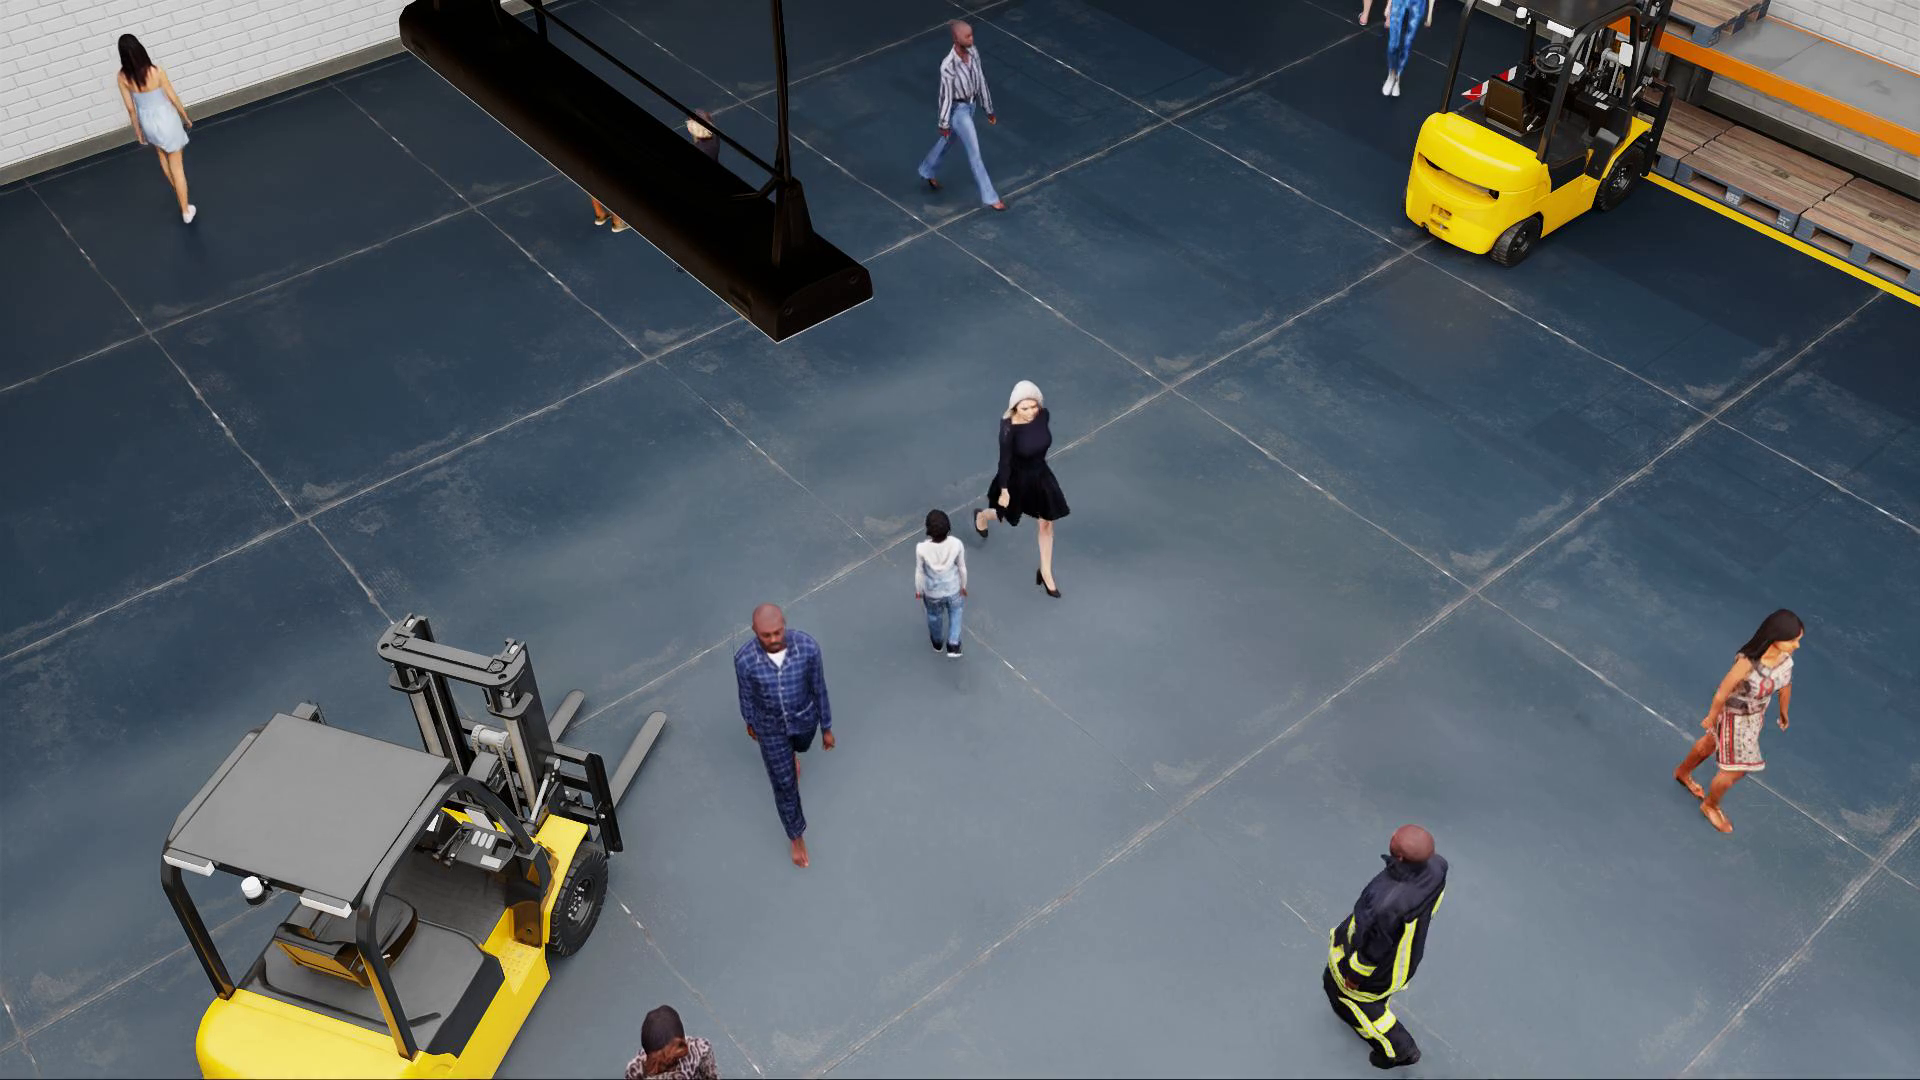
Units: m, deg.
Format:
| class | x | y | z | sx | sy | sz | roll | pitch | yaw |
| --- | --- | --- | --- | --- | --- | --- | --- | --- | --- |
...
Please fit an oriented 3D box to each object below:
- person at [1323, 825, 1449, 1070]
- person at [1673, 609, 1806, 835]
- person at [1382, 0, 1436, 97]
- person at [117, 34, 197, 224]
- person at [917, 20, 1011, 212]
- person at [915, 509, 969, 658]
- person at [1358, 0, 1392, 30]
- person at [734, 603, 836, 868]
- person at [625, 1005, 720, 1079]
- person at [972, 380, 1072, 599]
| class | x | y | z | sx | sy | sz | roll | pitch | yaw |
| --- | --- | --- | --- | --- | --- | --- | --- | --- | --- |
| person | 2.245 | 2.119 | 8.520 | 0.758 | 1.808 | 0.921 | -33 | 53 | -30 |
| person | 4.560 | 0.958 | 9.871 | 0.656 | 1.624 | 0.753 | -26 | 49 | -24 |
| person | 4.379 | -5.212 | 16.241 | 0.746 | 1.772 | 0.815 | 10 | 45 | 11 |
| person | -6.998 | -3.561 | 14.553 | 0.800 | 1.710 | 0.924 | -9 | 44 | -9 |
| person | -0.071 | -3.775 | 14.763 | 1.307 | 1.730 | 0.950 | 21 | 48 | 21 |
| person | -0.113 | 0.322 | 10.807 | 0.650 | 1.255 | 0.732 | -5 | 44 | -6 |
| person | 4.479 | -6.231 | 17.267 | 0.680 | 1.832 | 0.799 | 14 | 45 | 14 |
| person | -1.031 | 0.974 | 9.741 | 0.943 | 1.782 | 1.274 | -13 | 45 | -13 |
| person | -1.326 | 2.737 | 7.939 | 0.643 | 1.714 | 0.655 | -15 | 46 | -15 |
| person | 0.365 | -0.415 | 11.256 | 0.598 | 1.701 | 1.133 | -30 | 51 | -28 |
